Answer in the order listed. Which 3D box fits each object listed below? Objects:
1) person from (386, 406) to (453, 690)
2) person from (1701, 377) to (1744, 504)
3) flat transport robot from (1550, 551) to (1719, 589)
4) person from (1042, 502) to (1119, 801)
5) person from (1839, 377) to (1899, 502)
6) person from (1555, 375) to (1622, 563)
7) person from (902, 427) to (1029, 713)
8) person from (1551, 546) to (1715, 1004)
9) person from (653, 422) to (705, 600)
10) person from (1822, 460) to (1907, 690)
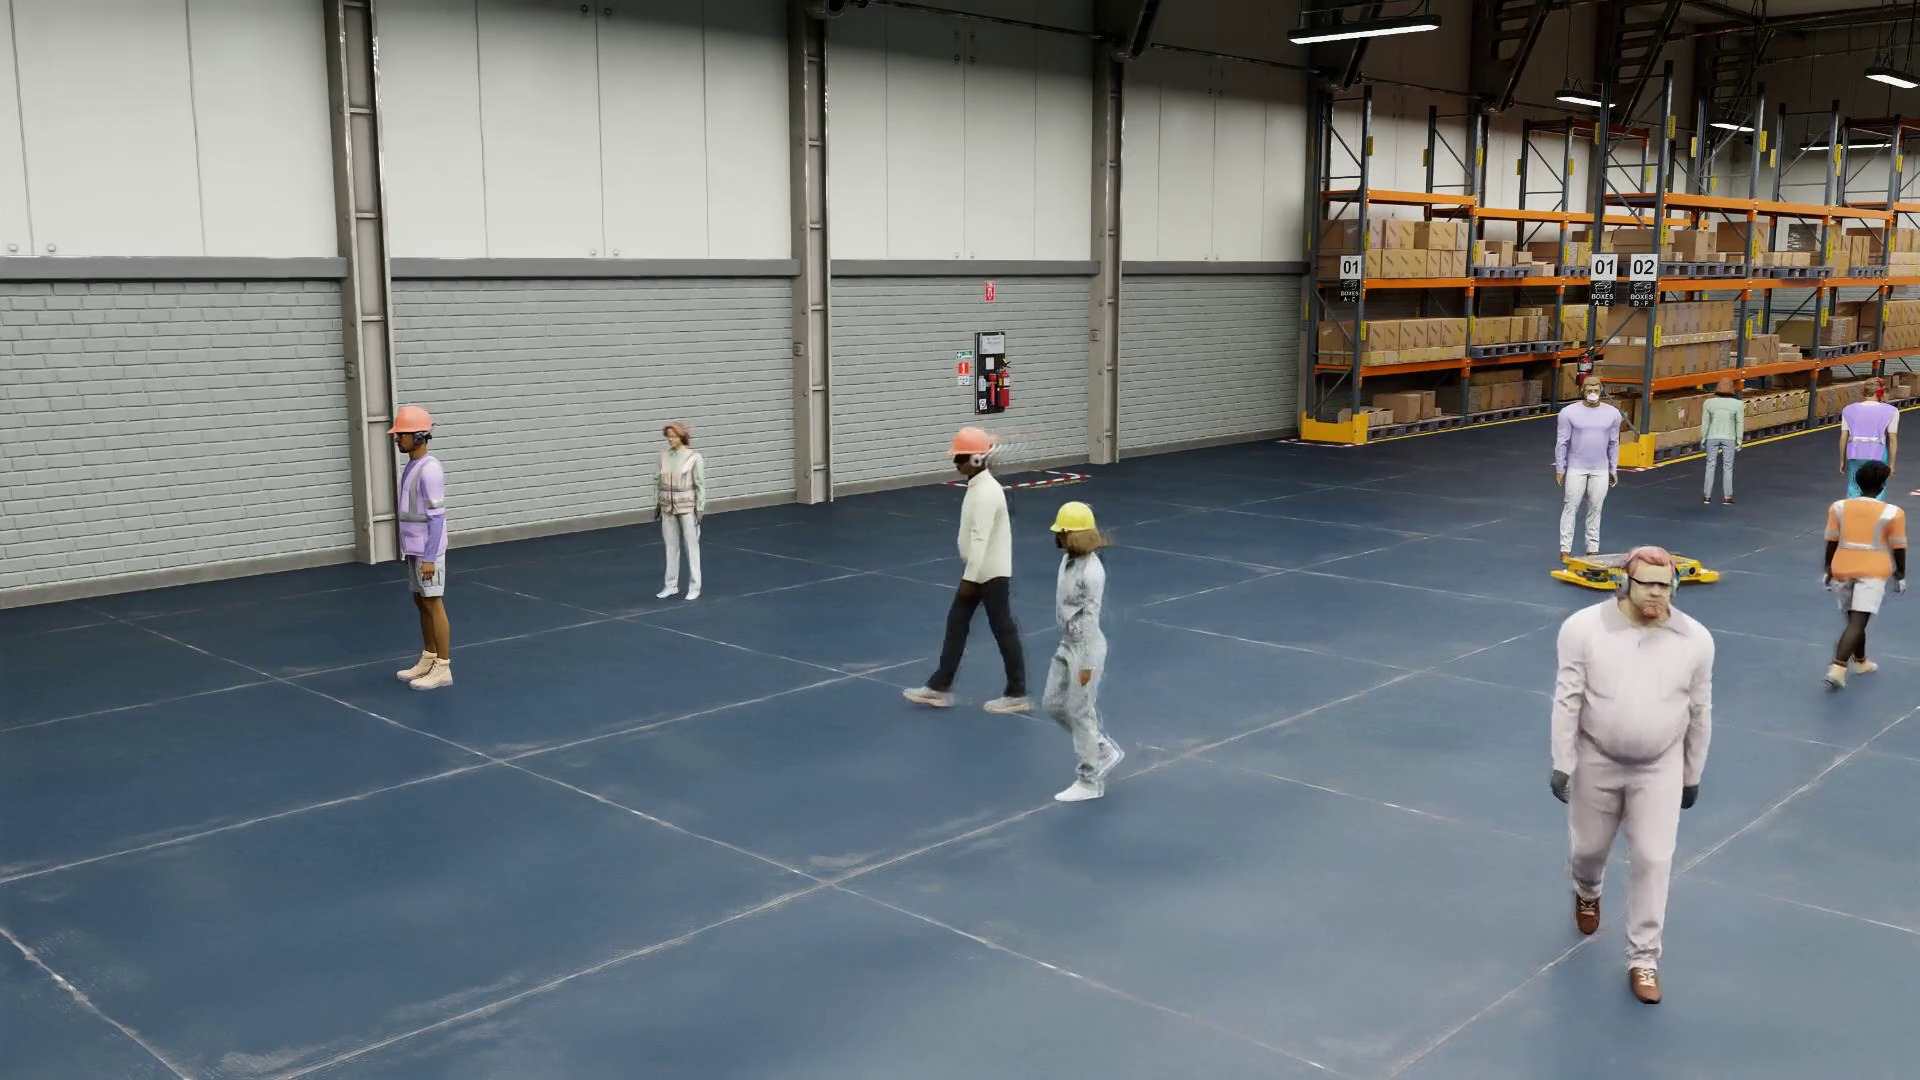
[{"bbox_3d":[-3.901,0.055,12.010,0.377,2.044,0.607,-6,11,-32],"label":"person"},{"bbox_3d":[9.772,-1.271,21.338,0.507,1.632,0.269,6,11,33],"label":"person"},{"bbox_3d":[6.496,0.282,16.016,1.431,0.197,0.652,-3,10,-18],"label":"flat transport robot"},{"bbox_3d":[0.682,0.633,9.440,0.397,1.725,0.502,-3,10,-15],"label":"person"},{"bbox_3d":[9.890,-0.850,18.144,0.564,1.840,0.397,8,13,42],"label":"person"},{"bbox_3d":[6.416,-0.715,17.021,0.637,1.938,0.355,1,9,5],"label":"person"},{"bbox_3d":[0.040,0.219,11.253,0.945,1.949,0.636,-2,10,-12],"label":"person"},{"bbox_3d":[2.868,0.937,7.145,0.649,1.878,0.812,3,10,17],"label":"person"},{"bbox_3d":[-2.566,-0.265,15.196,0.523,1.636,0.310,4,10,22],"label":"person"},{"bbox_3d":[6.526,0.247,12.046,0.908,1.649,0.534,-7,12,-38],"label":"person"}]
